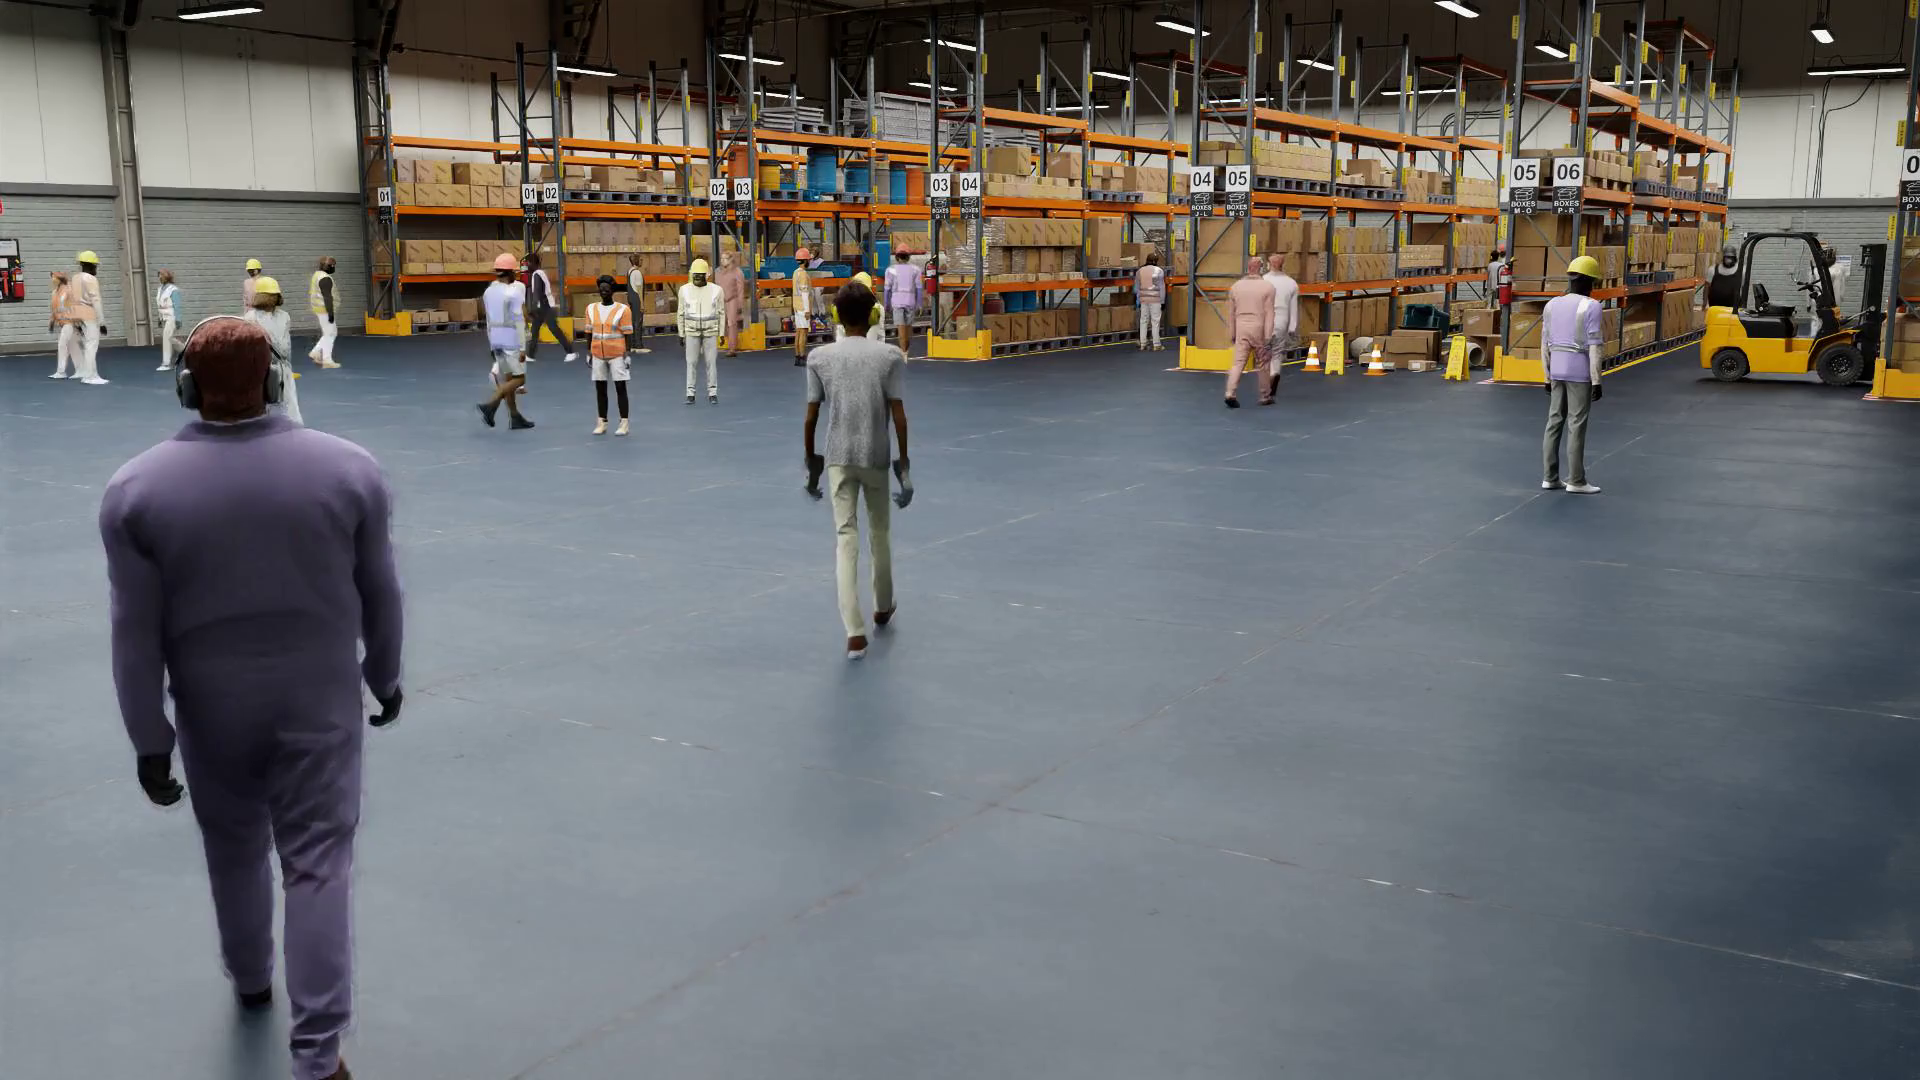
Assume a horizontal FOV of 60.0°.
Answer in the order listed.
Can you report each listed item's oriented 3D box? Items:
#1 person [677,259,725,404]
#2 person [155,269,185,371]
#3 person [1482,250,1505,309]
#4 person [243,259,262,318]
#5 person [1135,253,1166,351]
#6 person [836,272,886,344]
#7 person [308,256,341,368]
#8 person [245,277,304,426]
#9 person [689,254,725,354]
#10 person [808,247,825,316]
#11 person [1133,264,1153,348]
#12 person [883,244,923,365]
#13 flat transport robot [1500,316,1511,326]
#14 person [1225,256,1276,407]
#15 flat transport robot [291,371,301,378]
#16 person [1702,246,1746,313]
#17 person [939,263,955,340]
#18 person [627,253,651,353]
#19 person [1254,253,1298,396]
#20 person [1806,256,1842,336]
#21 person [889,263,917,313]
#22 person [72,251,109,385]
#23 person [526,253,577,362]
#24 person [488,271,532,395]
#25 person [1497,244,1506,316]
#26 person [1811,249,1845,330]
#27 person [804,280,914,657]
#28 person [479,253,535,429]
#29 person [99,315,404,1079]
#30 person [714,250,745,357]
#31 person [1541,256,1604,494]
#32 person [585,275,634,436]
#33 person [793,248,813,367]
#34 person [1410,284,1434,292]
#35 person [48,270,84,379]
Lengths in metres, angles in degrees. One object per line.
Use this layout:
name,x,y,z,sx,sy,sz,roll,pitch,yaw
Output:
person,-3.253,-2.617,20.938,0.596,1.828,0.403,-1,10,-6
person,-12.566,-3.515,26.539,0.521,1.613,0.710,8,13,38
person,12.642,-5.923,39.385,0.510,1.860,0.333,3,10,15
person,-11.605,-3.750,27.470,0.533,1.765,0.331,3,10,15
person,3.624,-4.498,31.453,0.625,1.841,0.429,8,13,37
person,-1.030,-1.947,17.483,0.543,1.712,0.898,-3,11,-15
person,-10.290,-3.683,26.956,0.461,1.814,0.668,-6,12,-32
person,-6.459,-1.615,15.673,0.913,1.691,0.504,7,12,35
person,-4.640,-4.327,30.531,0.739,1.818,0.662,-6,12,-30
person,-3.435,-6.012,39.652,0.630,1.940,0.372,10,14,43
person,3.637,-4.571,32.411,0.519,1.641,0.916,8,13,37
person,-0.980,-3.952,27.946,0.638,1.991,1.016,-2,10,-12
flat transport robot,13.354,-5.390,40.839,0.652,0.197,1.431,7,12,34
person,3.598,-2.570,20.587,0.656,1.867,0.969,8,13,37
flat transport robot,-10.460,-2.431,24.263,0.652,0.197,1.431,8,13,38
person,13.423,-4.198,29.206,0.688,2.000,1.036,7,12,35
person,-0.300,-4.683,33.060,0.264,1.632,0.506,-10,14,-43
person,-5.952,-4.362,30.670,0.345,1.847,0.506,-7,12,-34
person,4.129,-2.815,21.871,0.640,1.893,0.693,-2,10,-10
person,15.726,-4.292,30.255,0.604,1.850,0.811,10,14,43
person,-1.081,-4.650,32.133,0.635,1.909,0.970,2,10,9
person,-12.562,-3.174,23.936,0.625,1.936,0.611,7,13,36
person,-7.103,-3.980,28.553,0.993,1.863,0.649,-3,10,-14
person,-6.013,-2.828,22.101,0.566,1.843,0.633,2,10,10
person,13.654,-6.434,41.852,0.531,2.002,0.654,4,11,21
person,18.399,-5.212,35.293,0.639,1.905,0.953,5,11,28
person,-0.508,-0.385,8.413,0.562,1.831,0.925,0,10,1
person,-4.918,-2.121,17.914,0.556,1.920,0.694,7,12,34
person,-1.694,0.385,4.081,0.640,1.855,1.014,-3,11,-18
person,-4.135,-4.208,29.662,0.680,1.891,0.449,6,12,30
person,4.990,-1.337,13.525,0.380,1.917,0.586,-5,11,-27
person,-3.691,-1.943,17.532,0.538,1.696,0.318,3,10,14
person,-2.562,-3.816,27.348,0.355,1.939,0.552,-4,11,-20
person,11.475,-6.321,41.370,0.512,1.943,0.618,-6,12,-29
person,-13.352,-3.176,24.651,0.551,1.608,0.731,7,12,35
